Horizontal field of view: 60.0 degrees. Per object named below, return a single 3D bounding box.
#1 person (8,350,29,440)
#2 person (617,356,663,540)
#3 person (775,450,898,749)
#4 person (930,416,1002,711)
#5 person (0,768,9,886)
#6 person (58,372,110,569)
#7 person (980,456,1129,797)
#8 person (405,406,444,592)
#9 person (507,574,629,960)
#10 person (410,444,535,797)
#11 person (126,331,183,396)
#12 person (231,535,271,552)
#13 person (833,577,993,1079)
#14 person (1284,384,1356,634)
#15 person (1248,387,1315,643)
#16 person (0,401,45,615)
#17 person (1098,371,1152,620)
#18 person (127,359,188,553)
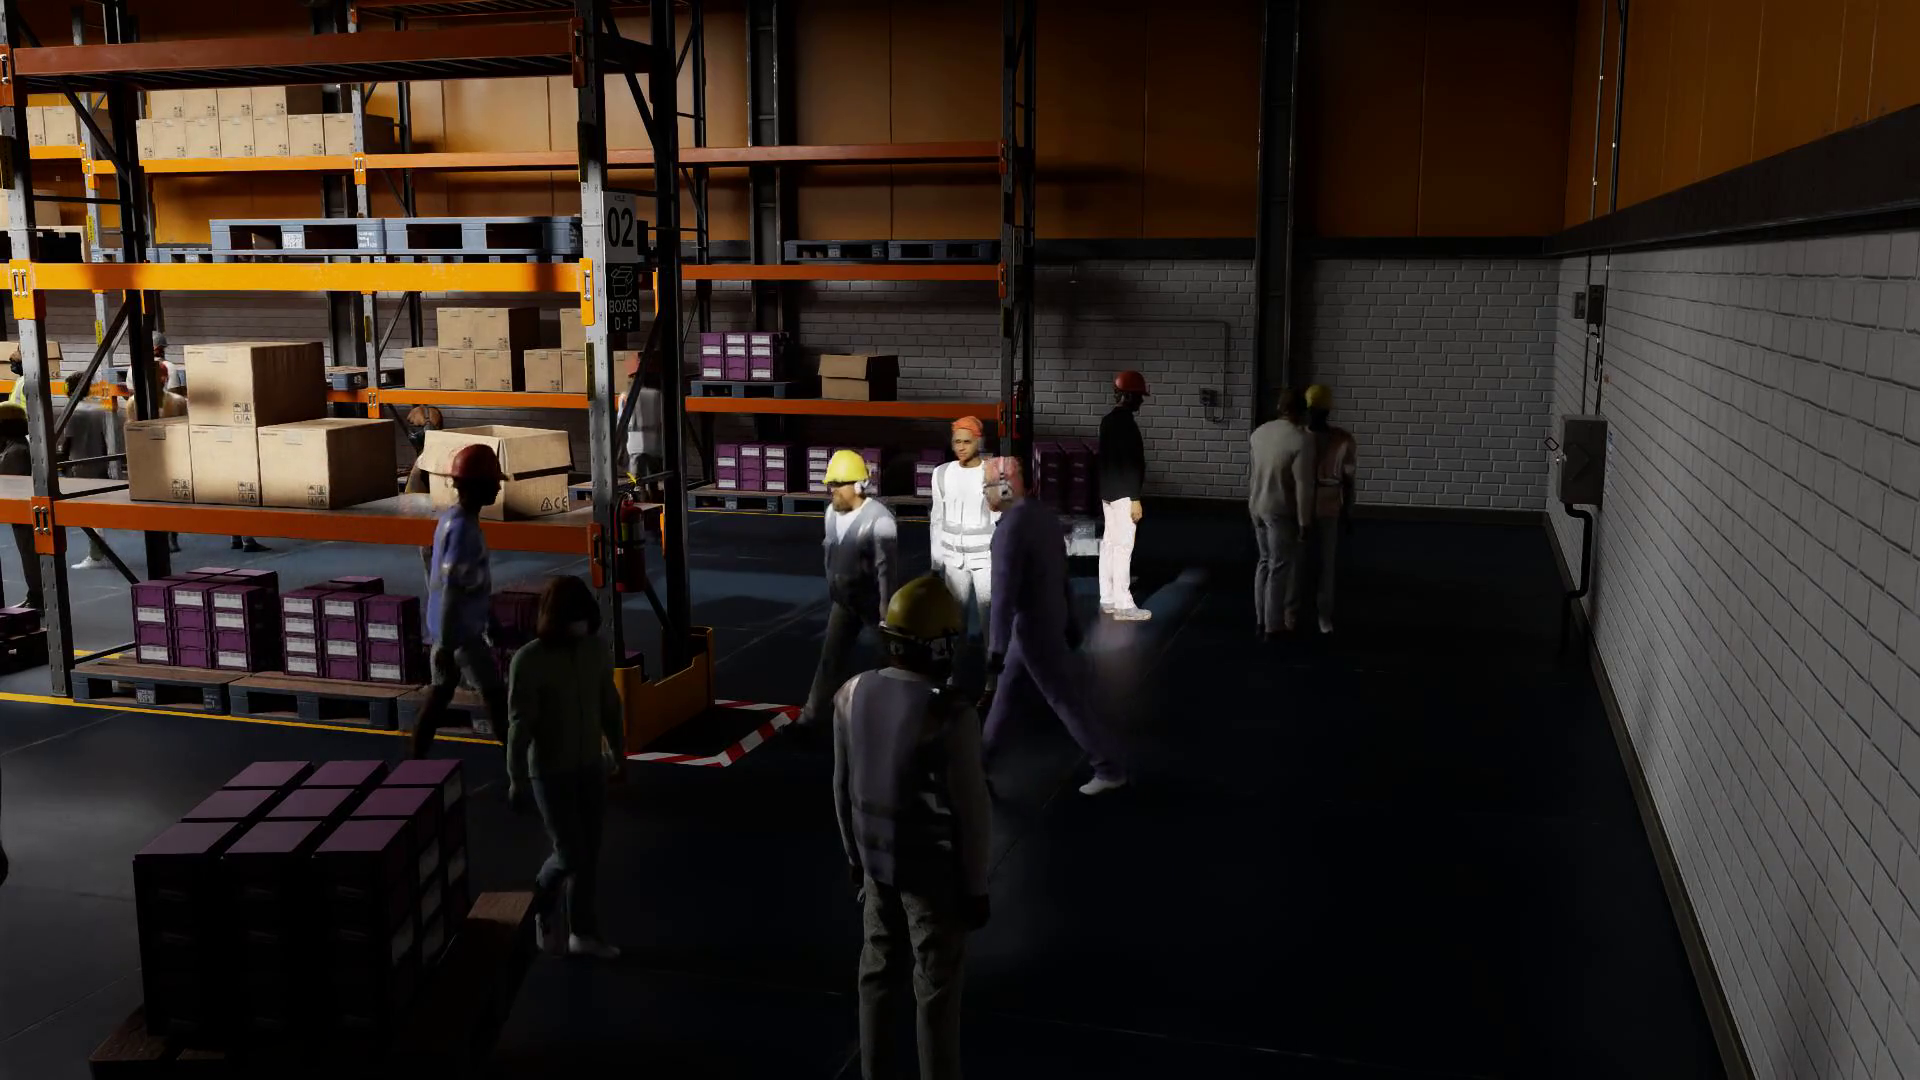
[{"bbox_3d":[-11.004,-1.322,19.678,0.429,1.837,0.624,-6,11,-34],"label":"person"},{"bbox_3d":[-3.227,-0.937,17.161,0.558,1.901,0.855,-4,10,-25],"label":"person"},{"bbox_3d":[-0.603,0.357,9.656,0.978,1.760,0.605,-9,13,-43],"label":"person"},{"bbox_3d":[0.069,0.145,10.596,0.577,1.879,0.347,4,10,25],"label":"person"},{"bbox_3d":[-3.345,0.990,5.255,0.372,1.940,0.630,8,12,41],"label":"person"},{"bbox_3d":[-8.186,-0.638,15.484,0.433,1.843,0.486,0,9,-3],"label":"person"},{"bbox_3d":[0.413,0.467,8.829,1.067,1.832,0.649,3,10,16],"label":"person"},{"bbox_3d":[-3.750,-0.042,11.875,0.428,1.838,0.627,-2,10,-14],"label":"person"},{"bbox_3d":[-1.551,0.920,6.639,0.379,1.612,0.582,6,11,34],"label":"person"},{"bbox_3d":[-2.505,0.446,8.721,0.979,1.883,0.589,-3,10,-20],"label":"person"},{"bbox_3d":[-9.764,-1.540,20.362,0.683,2.000,0.538,2,10,12],"label":"person"},{"bbox_3d":[-7.065,-0.763,16.502,0.522,1.758,0.350,9,13,44],"label":"person"},{"bbox_3d":[-0.131,1.024,5.368,0.601,1.830,0.403,8,12,39],"label":"person"},{"bbox_3d":[2.721,-0.237,12.768,0.594,1.923,0.385,2,9,11],"label":"person"},{"bbox_3d":[2.403,-0.182,12.494,0.437,1.918,0.681,-5,11,-30],"label":"person"},{"bbox_3d":[-7.588,-0.251,13.410,0.294,1.744,0.487,-5,11,-28],"label":"person"},{"bbox_3d":[1.316,-0.357,13.321,0.391,1.986,0.609,-3,10,-17],"label":"person"},{"bbox_3d":[-7.830,-0.812,16.324,0.547,1.911,0.426,-6,11,-31],"label":"person"}]
